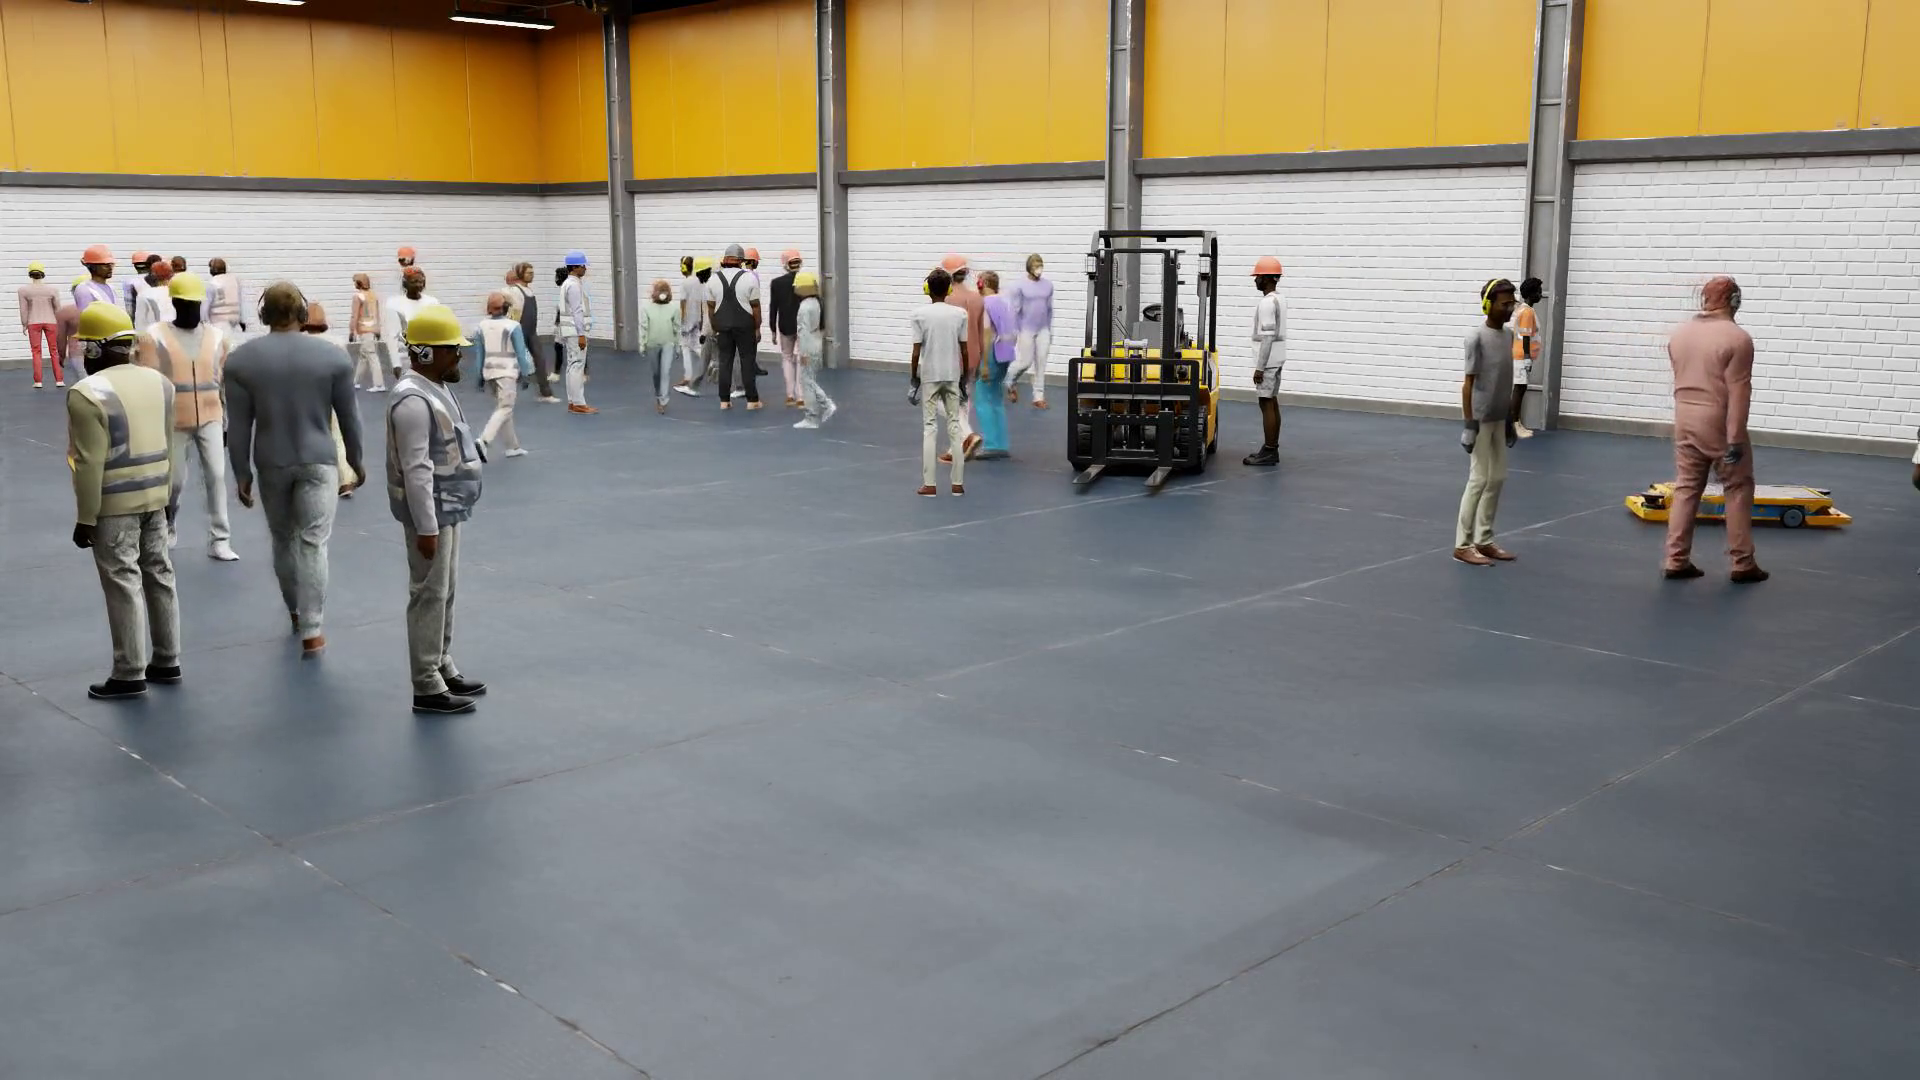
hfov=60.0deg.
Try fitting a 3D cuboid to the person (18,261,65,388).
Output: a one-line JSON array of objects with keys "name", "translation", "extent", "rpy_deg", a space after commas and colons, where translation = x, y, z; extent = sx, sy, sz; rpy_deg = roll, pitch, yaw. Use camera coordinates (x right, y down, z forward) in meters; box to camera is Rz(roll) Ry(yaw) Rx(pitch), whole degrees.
[{"name": "person", "translation": [-12.859, -3.007, 23.296], "extent": [0.525, 1.769, 0.312], "rpy_deg": [-7, 12, -32]}]

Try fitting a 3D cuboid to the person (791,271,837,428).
[{"name": "person", "translation": [-1.663, -2.093, 18.365], "extent": [0.406, 1.730, 0.495], "rpy_deg": [2, 11, 10]}]

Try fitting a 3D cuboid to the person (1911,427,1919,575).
[{"name": "person", "translation": [6.242, -0.761, 10.346], "extent": [0.521, 2.025, 0.626], "rpy_deg": [-4, 11, -20]}]

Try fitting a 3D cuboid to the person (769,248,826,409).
[{"name": "person", "translation": [-2.003, -2.615, 20.599], "extent": [0.690, 1.972, 0.549], "rpy_deg": [1, 10, 3]}]

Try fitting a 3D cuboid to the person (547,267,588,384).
[{"name": "person", "translation": [-5.710, -3.049, 23.788], "extent": [0.769, 1.668, 0.550], "rpy_deg": [-2, 11, -10]}]

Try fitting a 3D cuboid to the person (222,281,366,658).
[{"name": "person", "translation": [-3.438, -0.390, 8.686], "extent": [0.637, 1.893, 0.989], "rpy_deg": [-2, 11, -10]}]

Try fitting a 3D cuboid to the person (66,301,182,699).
[{"name": "person", "translation": [-3.876, -0.180, 7.691], "extent": [0.403, 1.833, 0.586], "rpy_deg": [2, 11, 13]}]

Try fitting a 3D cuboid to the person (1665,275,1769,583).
[{"name": "person", "translation": [4.678, -0.684, 10.297], "extent": [0.641, 1.880, 0.664], "rpy_deg": [-4, 11, -21]}]

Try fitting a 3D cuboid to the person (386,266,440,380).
[{"name": "person", "translation": [-5.305, -1.752, 16.285], "extent": [0.590, 1.832, 0.992], "rpy_deg": [-8, 13, -38]}]

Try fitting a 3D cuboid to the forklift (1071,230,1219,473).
[{"name": "forklift", "translation": [1.804, -1.825, 15.677], "extent": [1.214, 2.155, 2.313], "rpy_deg": [2, 11, 13]}]

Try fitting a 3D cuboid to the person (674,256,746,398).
[{"name": "person", "translation": [-3.251, -2.773, 21.776], "extent": [0.993, 1.853, 0.647], "rpy_deg": [-1, 10, -6]}]

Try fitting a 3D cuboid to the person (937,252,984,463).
[{"name": "person", "translation": [0.008, -1.650, 15.310], "extent": [0.629, 1.975, 0.641], "rpy_deg": [-9, 14, -41]}]

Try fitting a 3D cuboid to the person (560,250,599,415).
[{"name": "person", "translation": [-4.574, -2.470, 19.866], "extent": [0.384, 1.948, 0.605], "rpy_deg": [-4, 11, -22]}]

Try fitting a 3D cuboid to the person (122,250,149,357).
[{"name": "person", "translation": [-10.776, -2.862, 22.041], "extent": [0.547, 1.934, 0.376], "rpy_deg": [-9, 14, -42]}]

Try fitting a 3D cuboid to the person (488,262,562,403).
[{"name": "person", "translation": [-5.590, -2.629, 21.148], "extent": [0.954, 1.814, 0.522], "rpy_deg": [3, 11, 15]}]

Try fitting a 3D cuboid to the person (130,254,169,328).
[{"name": "person", "translation": [-10.315, -2.721, 21.387], "extent": [0.499, 1.893, 0.656], "rpy_deg": [9, 14, 42]}]

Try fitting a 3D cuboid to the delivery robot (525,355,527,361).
[{"name": "delivery robot", "translation": [-6.571, -2.625, 24.256], "extent": [0.477, 0.478, 0.707], "rpy_deg": [-6, 12, -30]}]

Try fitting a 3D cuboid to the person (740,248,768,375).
[{"name": "person", "translation": [-3.182, -3.483, 25.417], "extent": [0.356, 1.936, 0.551], "rpy_deg": [-8, 13, -38]}]

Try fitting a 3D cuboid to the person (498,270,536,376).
[{"name": "person", "translation": [-6.666, -3.237, 25.001], "extent": [0.520, 1.602, 0.808], "rpy_deg": [2, 11, 9]}]

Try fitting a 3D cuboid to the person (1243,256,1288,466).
[{"name": "person", "translation": [2.841, -1.657, 15.460], "extent": [0.359, 1.938, 0.547], "rpy_deg": [4, 11, 22]}]

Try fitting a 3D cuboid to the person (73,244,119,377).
[{"name": "person", "translation": [-8.340, -1.855, 16.247], "extent": [0.378, 2.045, 0.605], "rpy_deg": [0, 10, -3]}]

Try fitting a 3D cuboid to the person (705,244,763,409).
[{"name": "person", "translation": [-2.743, -2.624, 20.450], "extent": [0.674, 2.000, 0.535], "rpy_deg": [2, 11, 10]}]

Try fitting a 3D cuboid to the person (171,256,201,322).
[{"name": "person", "translation": [-11.751, -3.395, 25.273], "extent": [0.647, 1.808, 0.821], "rpy_deg": [1, 10, 3]}]

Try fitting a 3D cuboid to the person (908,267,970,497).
[{"name": "person", "translation": [-0.173, -1.279, 13.613], "extent": [0.521, 1.862, 0.328], "rpy_deg": [-2, 11, -12]}]

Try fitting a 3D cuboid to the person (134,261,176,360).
[{"name": "person", "translation": [-8.713, -2.120, 18.239], "extent": [0.969, 1.835, 0.588], "rpy_deg": [9, 14, 41]}]

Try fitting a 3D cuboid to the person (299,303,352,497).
[{"name": "person", "translation": [-5.245, -1.145, 13.637], "extent": [0.513, 1.583, 0.908], "rpy_deg": [-10, 14, -43]}]

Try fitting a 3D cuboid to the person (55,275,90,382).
[{"name": "person", "translation": [-9.210, -1.922, 17.519], "extent": [0.922, 1.702, 0.516], "rpy_deg": [9, 14, 40]}]

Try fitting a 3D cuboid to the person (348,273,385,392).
[{"name": "person", "translation": [-8.193, -2.817, 22.652], "extent": [0.757, 1.606, 0.541], "rpy_deg": [2, 11, 9]}]

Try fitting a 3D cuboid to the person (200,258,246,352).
[{"name": "person", "translation": [-10.788, -3.187, 24.195], "extent": [0.972, 1.788, 0.653], "rpy_deg": [4, 11, 19]}]

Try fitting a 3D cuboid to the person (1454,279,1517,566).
[{"name": "person", "translation": [3.448, -0.762, 10.820], "extent": [0.531, 1.859, 0.347], "rpy_deg": [-9, 14, -41]}]

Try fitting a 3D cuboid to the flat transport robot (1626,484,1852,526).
[{"name": "flat transport robot", "translation": [5.825, -0.277, 12.485], "extent": [1.431, 0.197, 0.652], "rpy_deg": [2, 11, 11]}]

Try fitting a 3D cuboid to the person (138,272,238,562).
[{"name": "person", "translation": [-5.117, -0.823, 11.024], "extent": [0.593, 1.901, 0.817], "rpy_deg": [-9, 14, -40]}]

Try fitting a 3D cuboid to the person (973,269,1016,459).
[{"name": "person", "translation": [0.310, -1.688, 16.000], "extent": [0.446, 1.799, 0.623], "rpy_deg": [4, 11, 23]}]

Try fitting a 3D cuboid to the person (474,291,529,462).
[{"name": "person", "translation": [-4.378, -1.546, 15.758], "extent": [0.515, 1.608, 0.801], "rpy_deg": [5, 11, 24]}]

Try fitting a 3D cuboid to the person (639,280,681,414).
[{"name": "person", "translation": [-3.629, -2.360, 20.197], "extent": [0.510, 1.598, 0.804], "rpy_deg": [-1, 10, -8]}]

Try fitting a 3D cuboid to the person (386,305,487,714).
[{"name": "person", "translation": [-2.348, -0.133, 7.470], "extent": [0.403, 1.826, 0.596], "rpy_deg": [-2, 11, -8]}]

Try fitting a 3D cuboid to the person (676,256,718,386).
[{"name": "person", "translation": [-3.764, -3.075, 23.462], "extent": [0.567, 1.847, 0.512], "rpy_deg": [6, 12, 28]}]

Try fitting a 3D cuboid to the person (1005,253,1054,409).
[{"name": "person", "translation": [0.866, -2.581, 20.569], "extent": [0.630, 1.922, 0.658], "rpy_deg": [-6, 12, -30]}]

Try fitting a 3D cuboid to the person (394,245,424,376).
[{"name": "person", "translation": [-8.238, -3.456, 25.149], "extent": [0.669, 1.979, 0.632], "rpy_deg": [-1, 10, -6]}]

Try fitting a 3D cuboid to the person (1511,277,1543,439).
[{"name": "person", "translation": [5.965, -1.919, 17.567], "extent": [0.320, 1.694, 0.531], "rpy_deg": [4, 11, 19]}]
